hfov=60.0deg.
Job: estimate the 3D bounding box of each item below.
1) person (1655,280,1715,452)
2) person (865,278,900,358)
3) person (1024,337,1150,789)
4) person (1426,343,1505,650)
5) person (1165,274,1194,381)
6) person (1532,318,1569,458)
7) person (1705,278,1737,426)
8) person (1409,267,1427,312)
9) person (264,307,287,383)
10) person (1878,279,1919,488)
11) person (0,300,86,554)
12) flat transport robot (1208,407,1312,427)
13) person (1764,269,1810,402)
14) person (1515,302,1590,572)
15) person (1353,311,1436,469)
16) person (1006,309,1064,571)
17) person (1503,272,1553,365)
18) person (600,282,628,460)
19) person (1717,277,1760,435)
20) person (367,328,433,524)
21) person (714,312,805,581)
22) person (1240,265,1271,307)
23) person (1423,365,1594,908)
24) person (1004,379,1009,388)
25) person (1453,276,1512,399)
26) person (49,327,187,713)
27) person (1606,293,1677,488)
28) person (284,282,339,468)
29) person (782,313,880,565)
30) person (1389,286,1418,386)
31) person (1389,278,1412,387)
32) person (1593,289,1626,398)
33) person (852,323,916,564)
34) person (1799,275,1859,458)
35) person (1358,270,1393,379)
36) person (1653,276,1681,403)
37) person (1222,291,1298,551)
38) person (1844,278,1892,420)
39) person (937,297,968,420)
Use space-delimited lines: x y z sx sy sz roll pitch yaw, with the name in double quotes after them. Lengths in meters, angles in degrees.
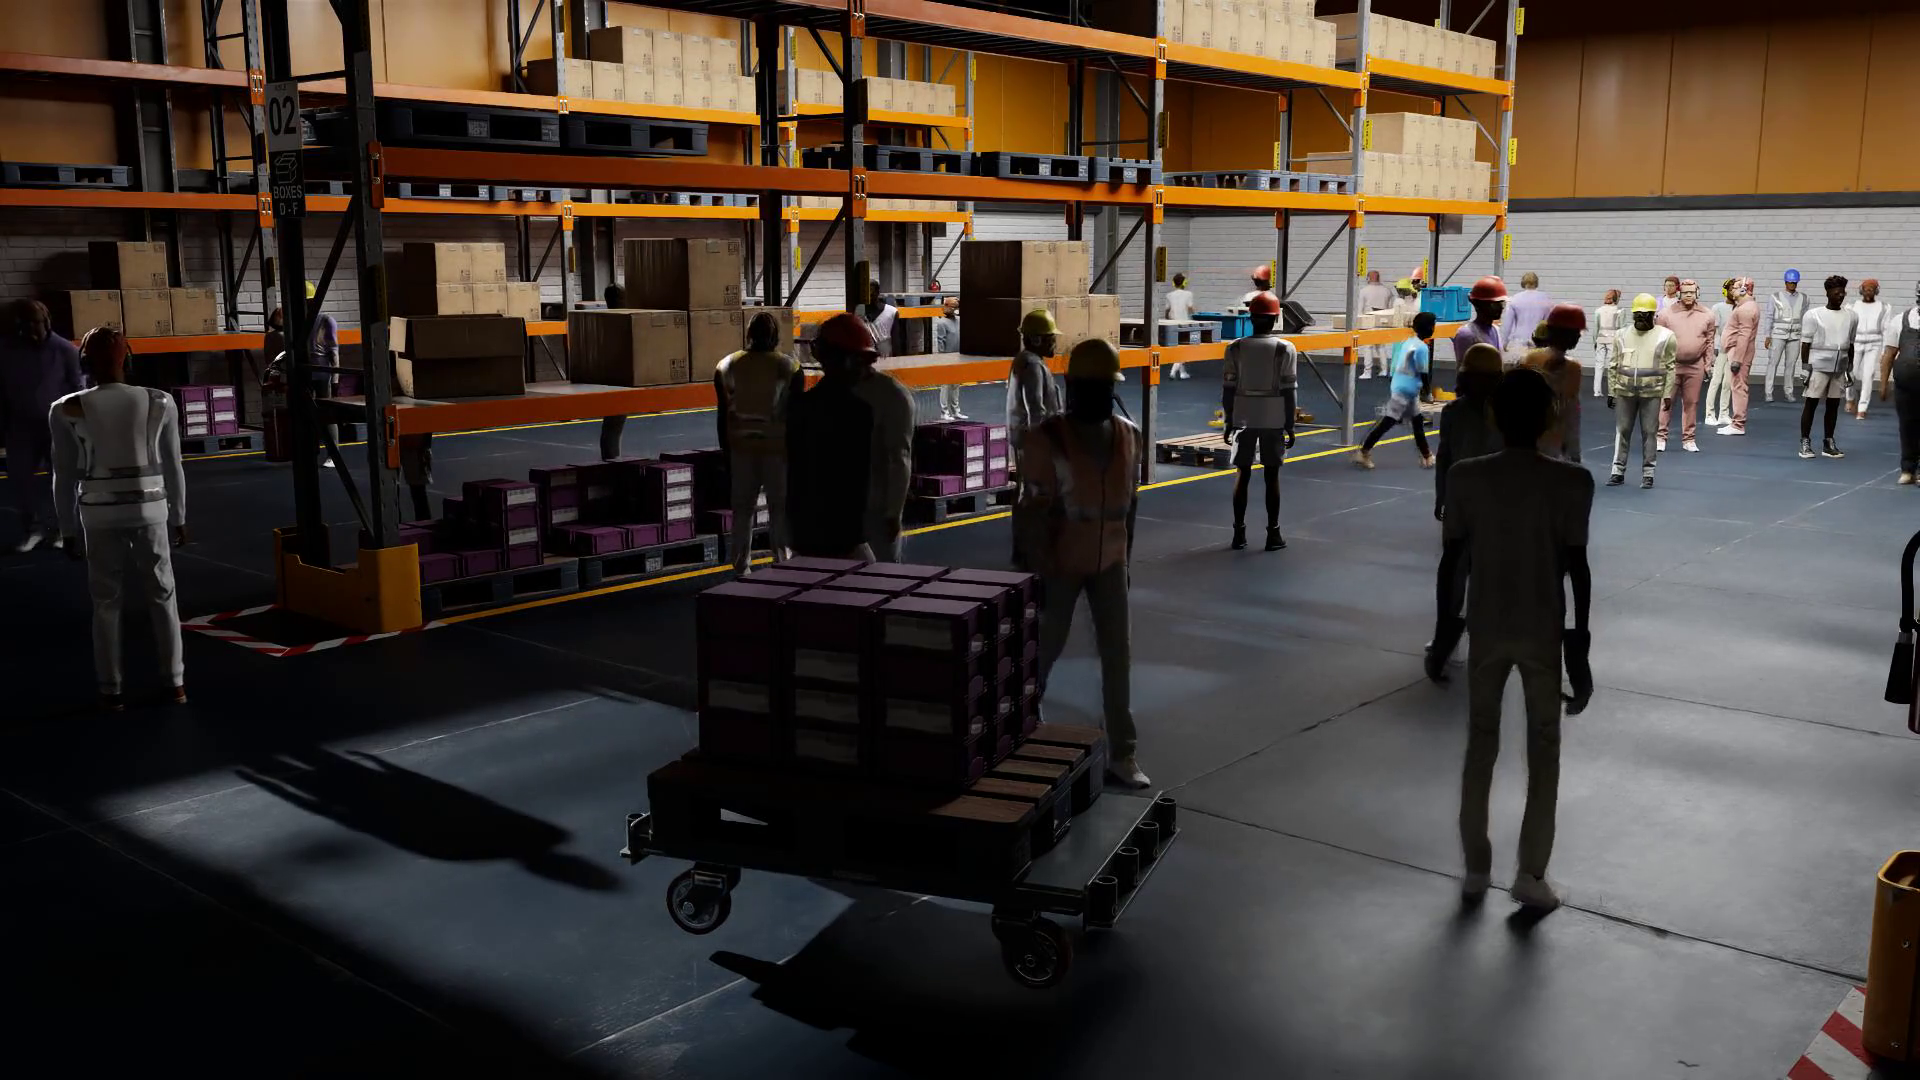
8.010 -1.923 18.435 0.651 1.907 0.409 2 10 10 "person"
-0.980 -2.064 19.257 0.594 1.909 0.413 2 10 14 "person"
0.518 0.055 7.246 0.596 1.889 0.980 -5 11 -24 "person"
2.857 -0.216 9.189 0.490 1.741 0.322 7 12 35 "person"
3.799 -3.629 28.442 0.629 1.812 0.900 5 11 28 "person"
4.270 -0.752 12.202 0.518 1.756 0.348 -6 12 -30 "person"
9.790 -2.392 21.216 0.536 1.869 0.312 -3 11 -18 "person"
6.406 -2.794 23.142 0.394 1.994 0.612 1 10 5 "person"
-7.272 -1.683 17.881 0.494 1.626 0.285 6 12 32 "person"
9.018 -1.499 15.643 0.714 2.000 0.850 9 13 41 "person"
-6.813 -0.837 12.347 0.662 1.872 0.623 -2 10 -10 "person"
3.806 -1.560 21.026 0.652 0.197 1.431 9 13 40 "flat transport robot"
12.106 -2.984 24.360 0.615 1.945 0.404 1 10 5 "person"
3.995 -0.650 11.227 0.910 1.888 0.556 -3 10 -18 "person"
4.482 -1.500 16.863 0.984 1.621 0.511 1 10 7 "person"
0.530 -0.704 11.708 0.403 1.832 0.594 -1 10 -5 "person"
8.043 -2.838 23.665 0.655 1.902 0.888 1 10 7 "person"
-3.229 -1.445 15.628 0.378 1.940 0.628 -3 10 -16 "person"
9.415 -2.220 20.129 0.409 1.907 0.650 5 11 27 "person"
-3.973 -0.655 11.803 0.538 1.698 0.320 2 10 14 "person"
-1.299 -0.584 11.027 0.626 1.837 0.429 2 10 9 "person"
4.003 -2.592 21.905 0.491 2.035 0.618 -6 12 -30 "person"
1.887 0.344 5.725 0.578 1.856 0.421 5 11 28 "person"
0.900 -3.436 26.798 0.613 1.995 0.390 1 10 7 "person"
4.035 -1.013 12.871 0.396 2.042 0.610 9 13 41 "person"
-4.084 -0.095 8.118 0.580 1.879 0.346 -6 12 -32 "person"
6.405 -1.402 15.680 0.603 1.830 0.404 7 12 35 "person"
-6.669 -1.693 17.102 0.588 1.918 0.396 2 10 10 "person"
-0.555 -0.009 7.366 0.664 1.957 0.649 -8 13 -39 "person"
6.853 -3.039 25.238 0.693 1.743 0.535 -3 10 -15 "person"
7.128 -3.335 26.869 0.305 1.772 0.525 1 10 3 "person"
9.780 -2.952 25.067 0.314 1.636 0.515 -7 12 -36 "person"
-0.557 -0.172 8.516 0.645 1.887 0.998 7 12 33 "person"
9.349 -1.861 17.914 0.607 1.966 0.367 -1 10 -3 "person"
7.144 -3.723 28.771 0.676 1.883 0.430 -3 10 -17 "person"
10.333 -2.916 24.251 0.389 1.850 0.566 -8 13 -39 "person"
2.242 -0.885 12.442 0.553 1.935 0.362 3 11 19 "person"
11.980 -2.531 22.027 0.580 1.870 0.543 5 11 28 "person"
-0.106 -2.375 21.823 0.298 1.623 0.503 7 12 35 "person"
